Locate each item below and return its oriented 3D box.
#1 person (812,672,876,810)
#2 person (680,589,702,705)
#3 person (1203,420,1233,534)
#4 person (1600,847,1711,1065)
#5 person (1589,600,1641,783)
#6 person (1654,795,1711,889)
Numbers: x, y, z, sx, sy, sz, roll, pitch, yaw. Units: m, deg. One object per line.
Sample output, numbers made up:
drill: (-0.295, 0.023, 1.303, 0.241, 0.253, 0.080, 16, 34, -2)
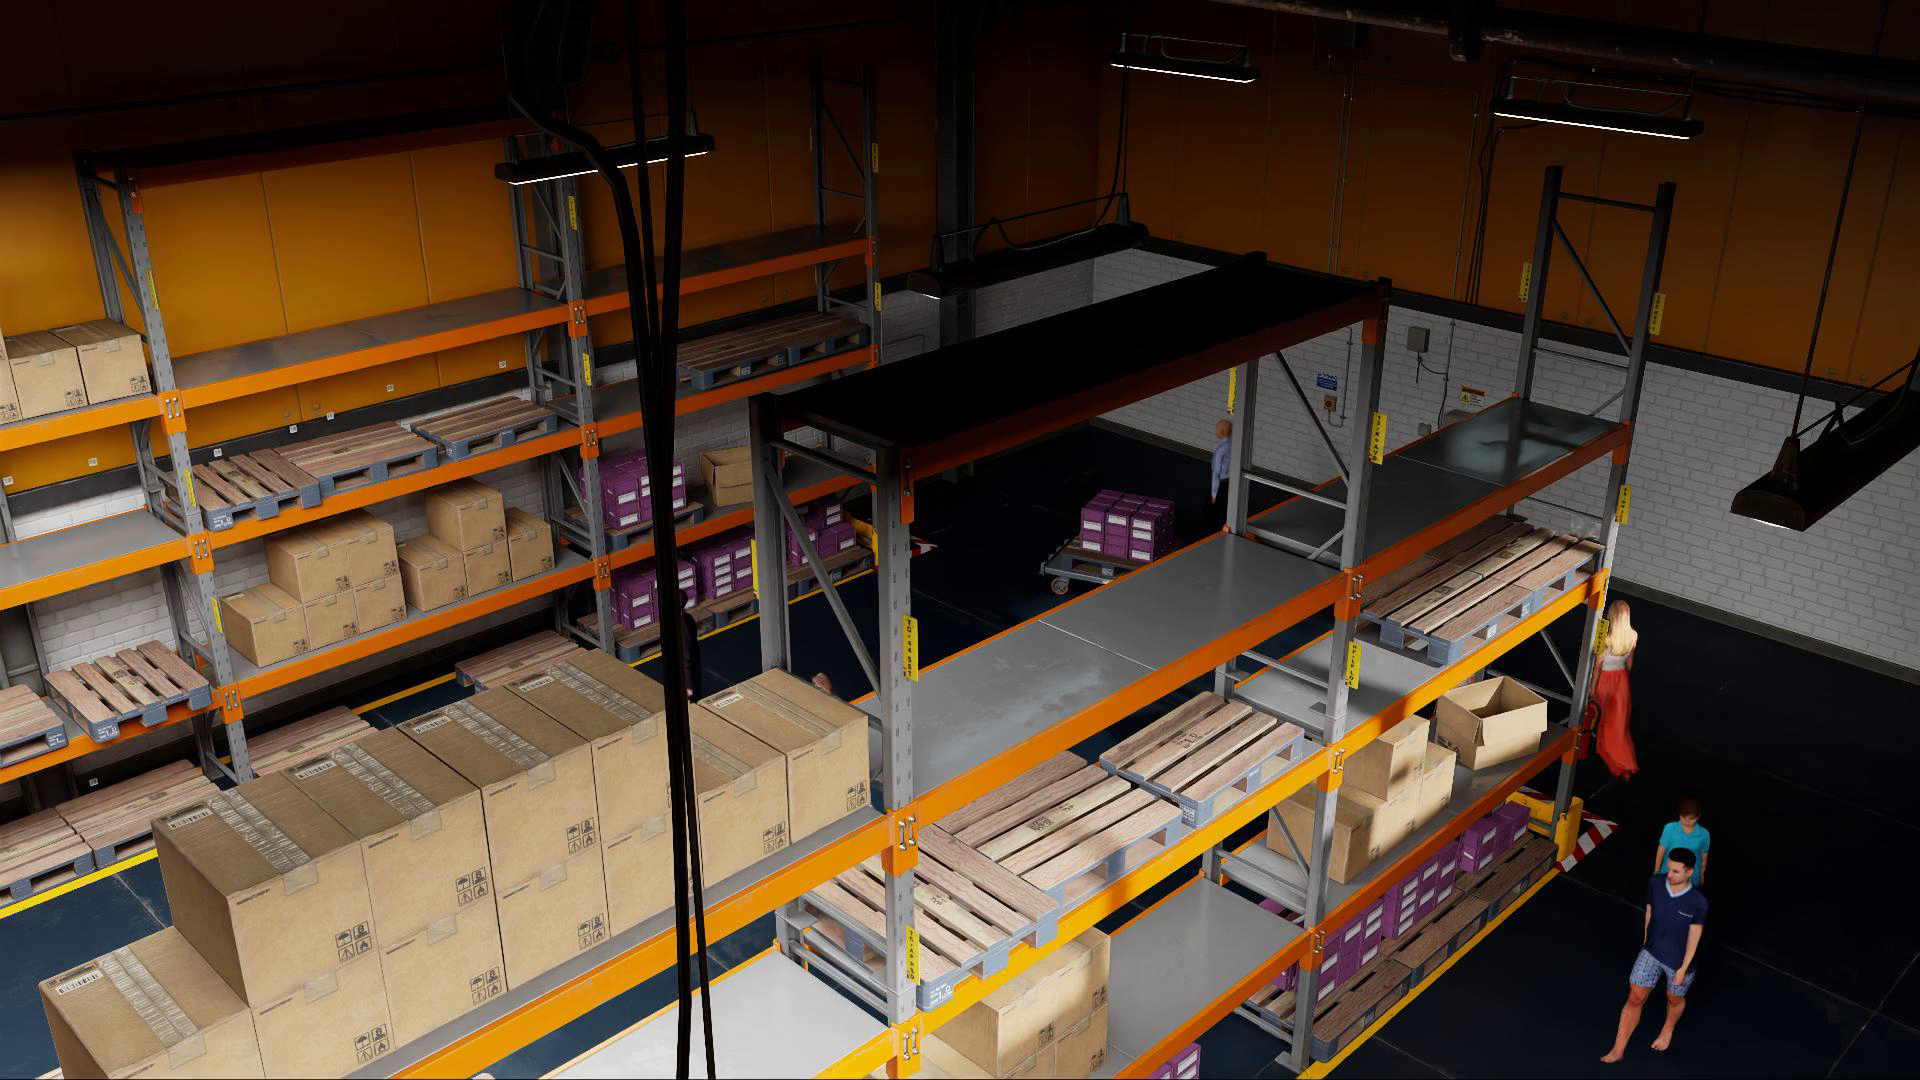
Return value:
person: (-1.083, 1.951, 14.832, 1.122, 1.664, 0.669, -19, 30, -37)
person: (-2.563, 1.342, 15.934, 0.862, 1.897, 0.814, -1, 24, -3)
person: (3.275, -0.618, 20.560, 0.784, 1.783, 0.690, -21, 31, -40)
person: (5.257, 3.015, 12.225, 1.060, 1.803, 0.623, -21, 31, -39)
person: (6.228, 1.474, 15.812, 1.233, 1.754, 1.188, -3, 24, -6)
person: (5.844, 2.661, 13.495, 0.681, 1.434, 0.805, 10, 25, 21)
